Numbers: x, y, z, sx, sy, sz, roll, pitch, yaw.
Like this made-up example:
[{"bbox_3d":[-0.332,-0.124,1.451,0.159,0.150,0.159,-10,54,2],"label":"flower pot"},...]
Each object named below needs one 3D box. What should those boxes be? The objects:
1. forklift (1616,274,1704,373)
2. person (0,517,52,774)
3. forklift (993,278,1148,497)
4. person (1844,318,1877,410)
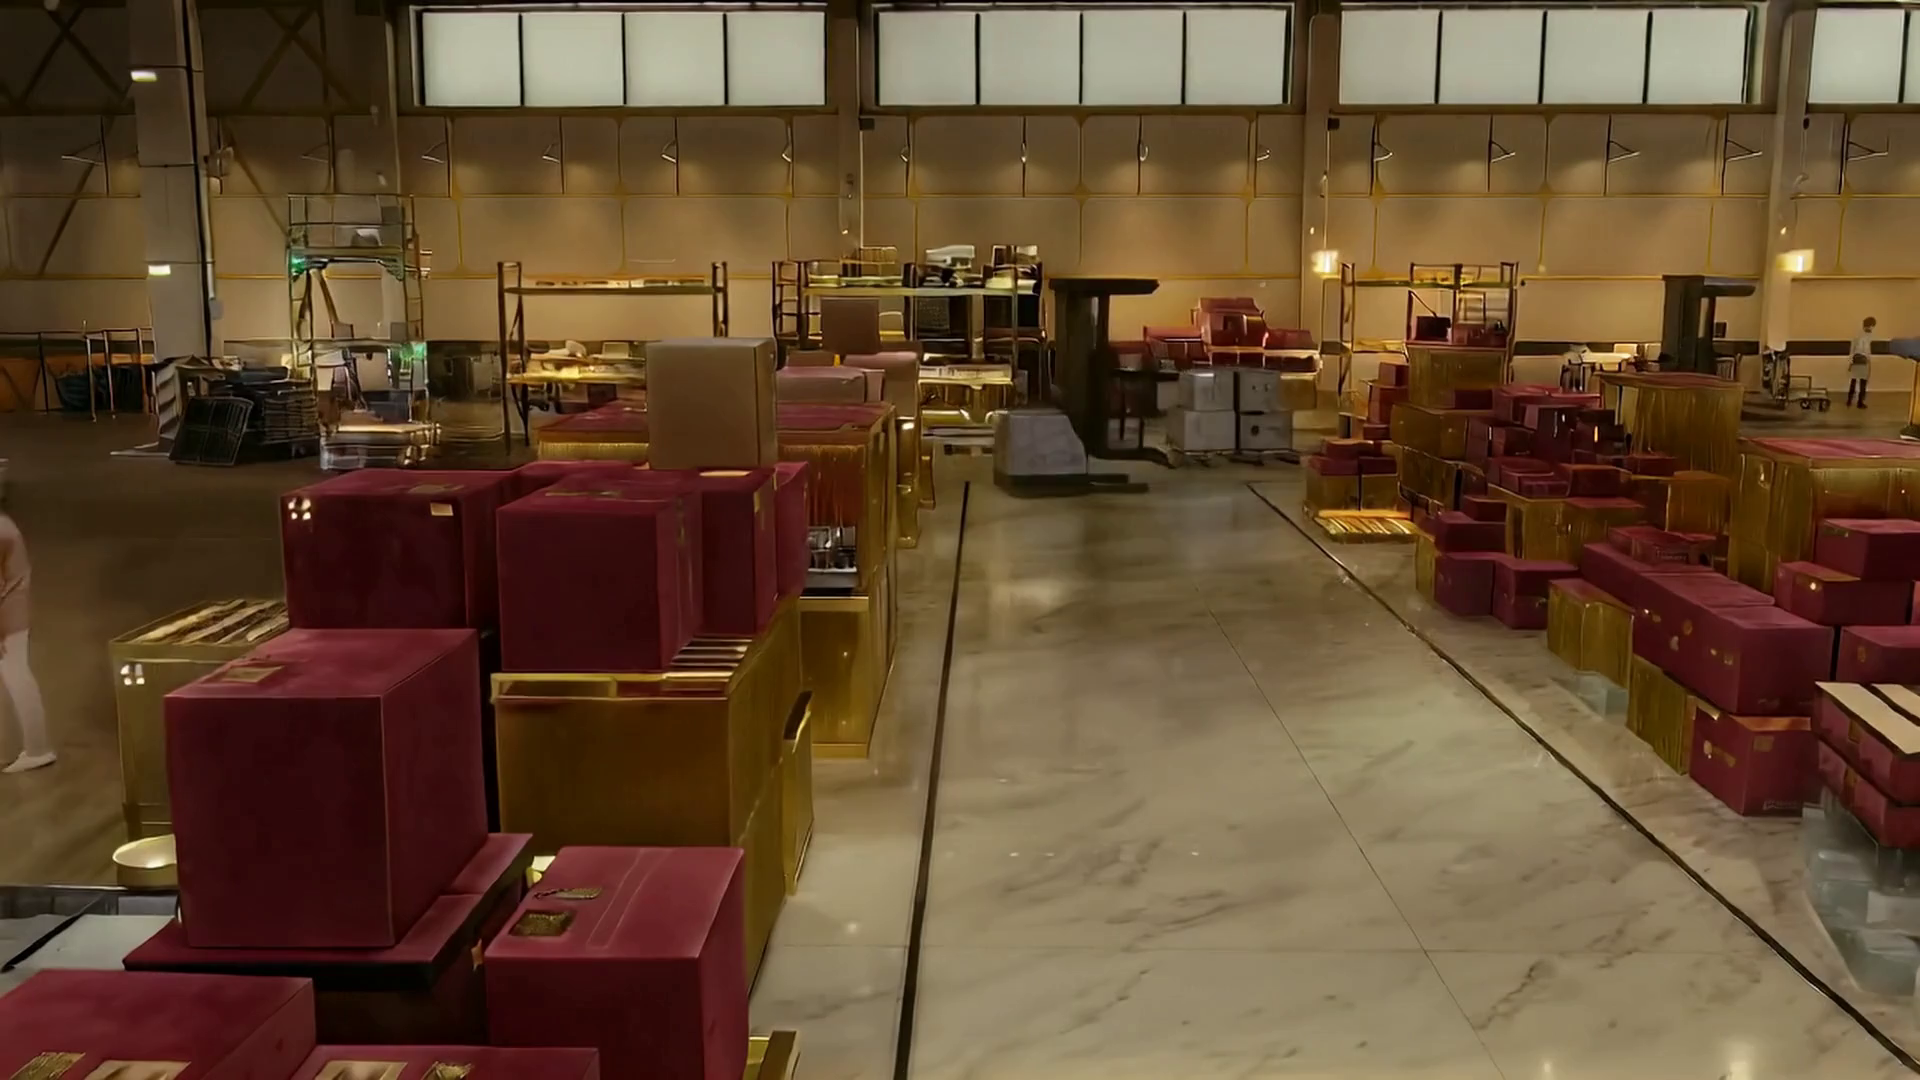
[{"bbox_3d":[12.633,-3.276,29.256,1.873,2.768,1.129,0,9,1],"label":"forklift"},{"bbox_3d":[-5.651,0.480,9.728,0.625,1.885,0.610,6,11,34],"label":"person"},{"bbox_3d":[1.428,-2.018,21.724,1.873,2.768,1.129,-1,10,-8],"label":"forklift"},{"bbox_3d":[18.704,-3.661,34.576,0.373,1.917,0.729,0,9,-1],"label":"person"}]
